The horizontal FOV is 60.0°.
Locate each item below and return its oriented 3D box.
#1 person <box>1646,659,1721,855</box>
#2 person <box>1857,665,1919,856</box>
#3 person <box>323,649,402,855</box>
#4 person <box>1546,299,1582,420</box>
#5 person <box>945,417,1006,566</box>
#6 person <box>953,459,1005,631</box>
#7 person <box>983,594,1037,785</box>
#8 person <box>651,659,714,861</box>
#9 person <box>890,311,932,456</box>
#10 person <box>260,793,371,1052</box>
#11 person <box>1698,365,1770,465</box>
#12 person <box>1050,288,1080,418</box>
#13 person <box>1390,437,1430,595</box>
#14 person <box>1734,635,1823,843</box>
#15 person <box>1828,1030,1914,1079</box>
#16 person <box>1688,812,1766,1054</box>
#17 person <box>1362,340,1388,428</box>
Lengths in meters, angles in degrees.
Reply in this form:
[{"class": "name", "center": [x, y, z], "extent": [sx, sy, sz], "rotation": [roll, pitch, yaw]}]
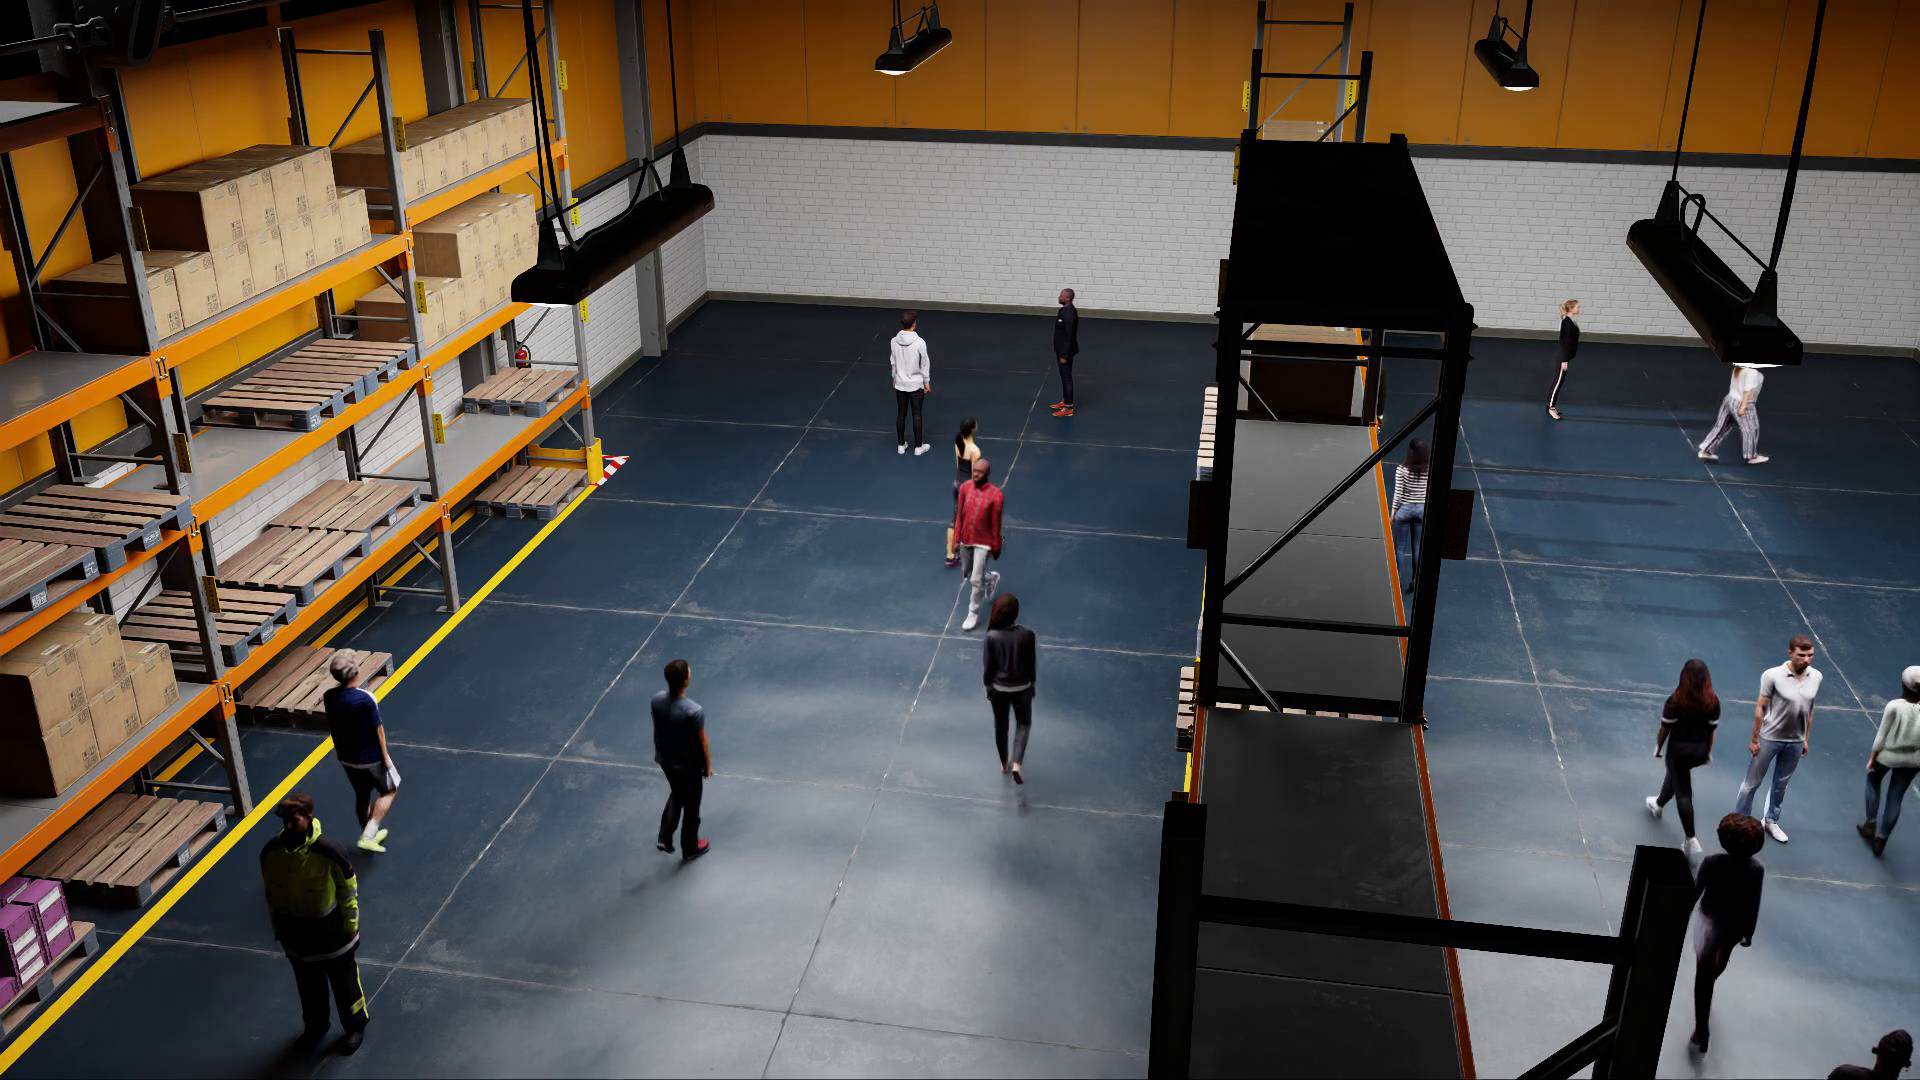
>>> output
[{"class": "person", "center": [5.905, 1.785, 13.499], "extent": [0.791, 1.593, 1.197], "rotation": [-1, 24, -2]}, {"class": "person", "center": [7.583, 1.805, 13.402], "extent": [0.607, 1.634, 0.643], "rotation": [4, 24, 9]}, {"class": "person", "center": [-4.809, 1.756, 13.276], "extent": [0.668, 1.824, 0.770], "rotation": [6, 24, 13]}, {"class": "person", "center": [8.427, -2.536, 23.243], "extent": [0.698, 1.706, 0.496], "rotation": [7, 24, 15]}, {"class": "person", "center": [0.005, -0.518, 18.645], "extent": [1.159, 1.691, 1.009], "rotation": [-21, 31, -40]}, {"class": "person", "center": [0.218, -0.023, 17.382], "extent": [0.914, 1.795, 1.159], "rotation": [13, 27, 28]}, {"class": "person", "center": [0.444, 1.316, 14.367], "extent": [0.661, 1.757, 0.914], "rotation": [2, 24, 4]}, {"class": "person", "center": [-2.273, 1.795, 13.221], "extent": [0.800, 1.798, 0.857], "rotation": [13, 27, 28]}, {"class": "person", "center": [-0.665, -2.074, 21.906], "extent": [0.713, 1.930, 0.636], "rotation": [7, 25, 16]}, {"class": "person", "center": [-4.348, 2.560, 11.239], "extent": [0.788, 1.983, 0.664], "rotation": [2, 24, 4]}, {"class": "person", "center": [10.025, -1.758, 21.548], "extent": [0.845, 1.638, 1.083], "rotation": [1, 24, 3]}, {"class": "person", "center": [1.492, -2.656, 23.378], "extent": [0.801, 1.818, 0.614], "rotation": [-1, 24, -2]}, {"class": "person", "center": [4.858, -0.256, 17.915], "extent": [0.619, 1.796, 0.532], "rotation": [0, 24, 1]}, {"class": "person", "center": [6.692, 1.610, 13.577], "extent": [0.695, 1.852, 0.625], "rotation": [-2, 24, -4]}, {"class": "person", "center": [4.964, 3.518, 9.257], "extent": [0.895, 1.816, 1.131], "rotation": [14, 27, 29]}, {"class": "person", "center": [5.180, 2.693, 11.327], "extent": [0.657, 1.669, 1.104], "rotation": [6, 24, 13]}, {"class": "person", "center": [5.035, -1.592, 20.836], "extent": [0.691, 1.905, 0.616], "rotation": [3, 24, 6]}]
